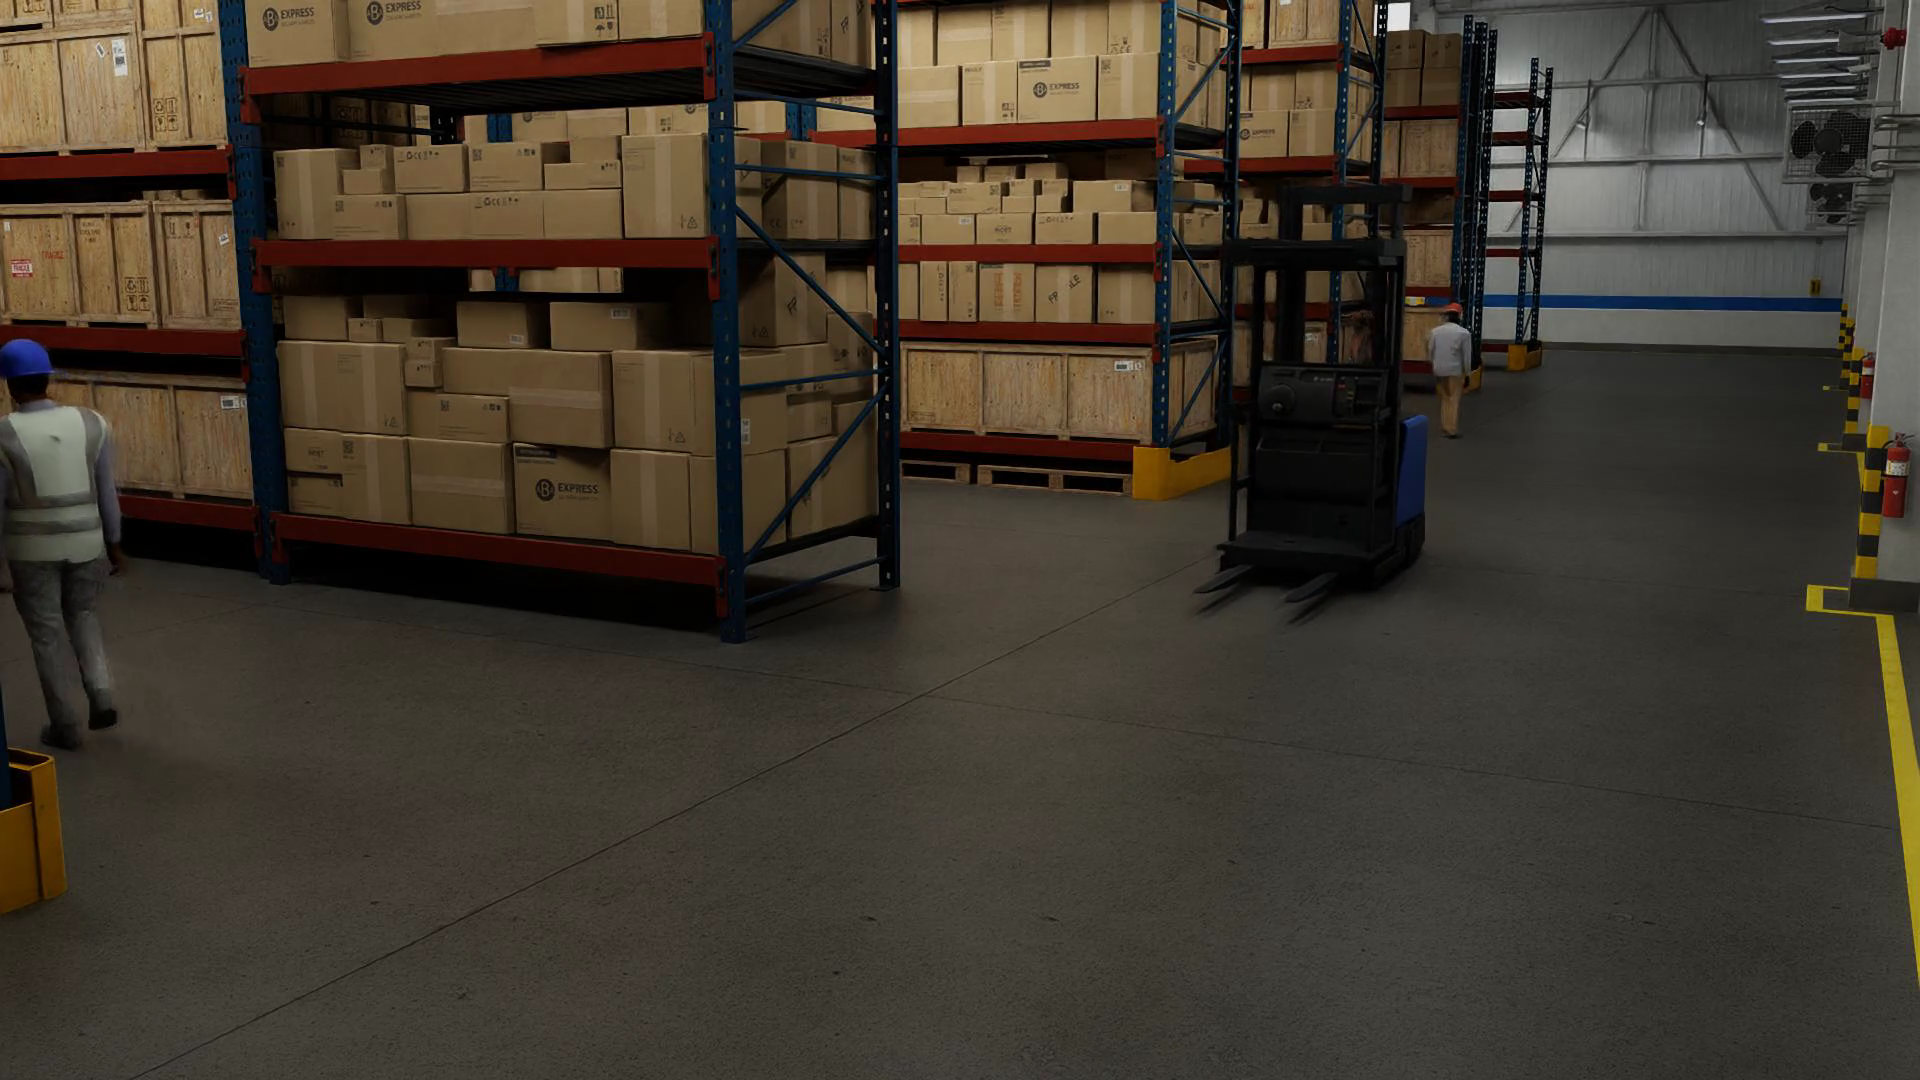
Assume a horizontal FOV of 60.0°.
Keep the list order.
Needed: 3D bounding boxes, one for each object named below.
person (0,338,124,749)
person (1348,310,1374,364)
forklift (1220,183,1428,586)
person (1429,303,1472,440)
[{"bbox_3d":[-4.269,0.026,7.801,0.438,1.935,0.620,8,12,37],"label":"person"},{"bbox_3d":[5.161,-2.114,21.134,0.465,1.619,0.527,-2,10,-11],"label":"person"},{"bbox_3d":[2.793,-1.223,12.324,1.129,2.768,1.873,5,11,27],"label":"forklift"},{"bbox_3d":[6.171,-2.127,20.965,0.510,1.703,0.597,-8,13,-40],"label":"person"}]
